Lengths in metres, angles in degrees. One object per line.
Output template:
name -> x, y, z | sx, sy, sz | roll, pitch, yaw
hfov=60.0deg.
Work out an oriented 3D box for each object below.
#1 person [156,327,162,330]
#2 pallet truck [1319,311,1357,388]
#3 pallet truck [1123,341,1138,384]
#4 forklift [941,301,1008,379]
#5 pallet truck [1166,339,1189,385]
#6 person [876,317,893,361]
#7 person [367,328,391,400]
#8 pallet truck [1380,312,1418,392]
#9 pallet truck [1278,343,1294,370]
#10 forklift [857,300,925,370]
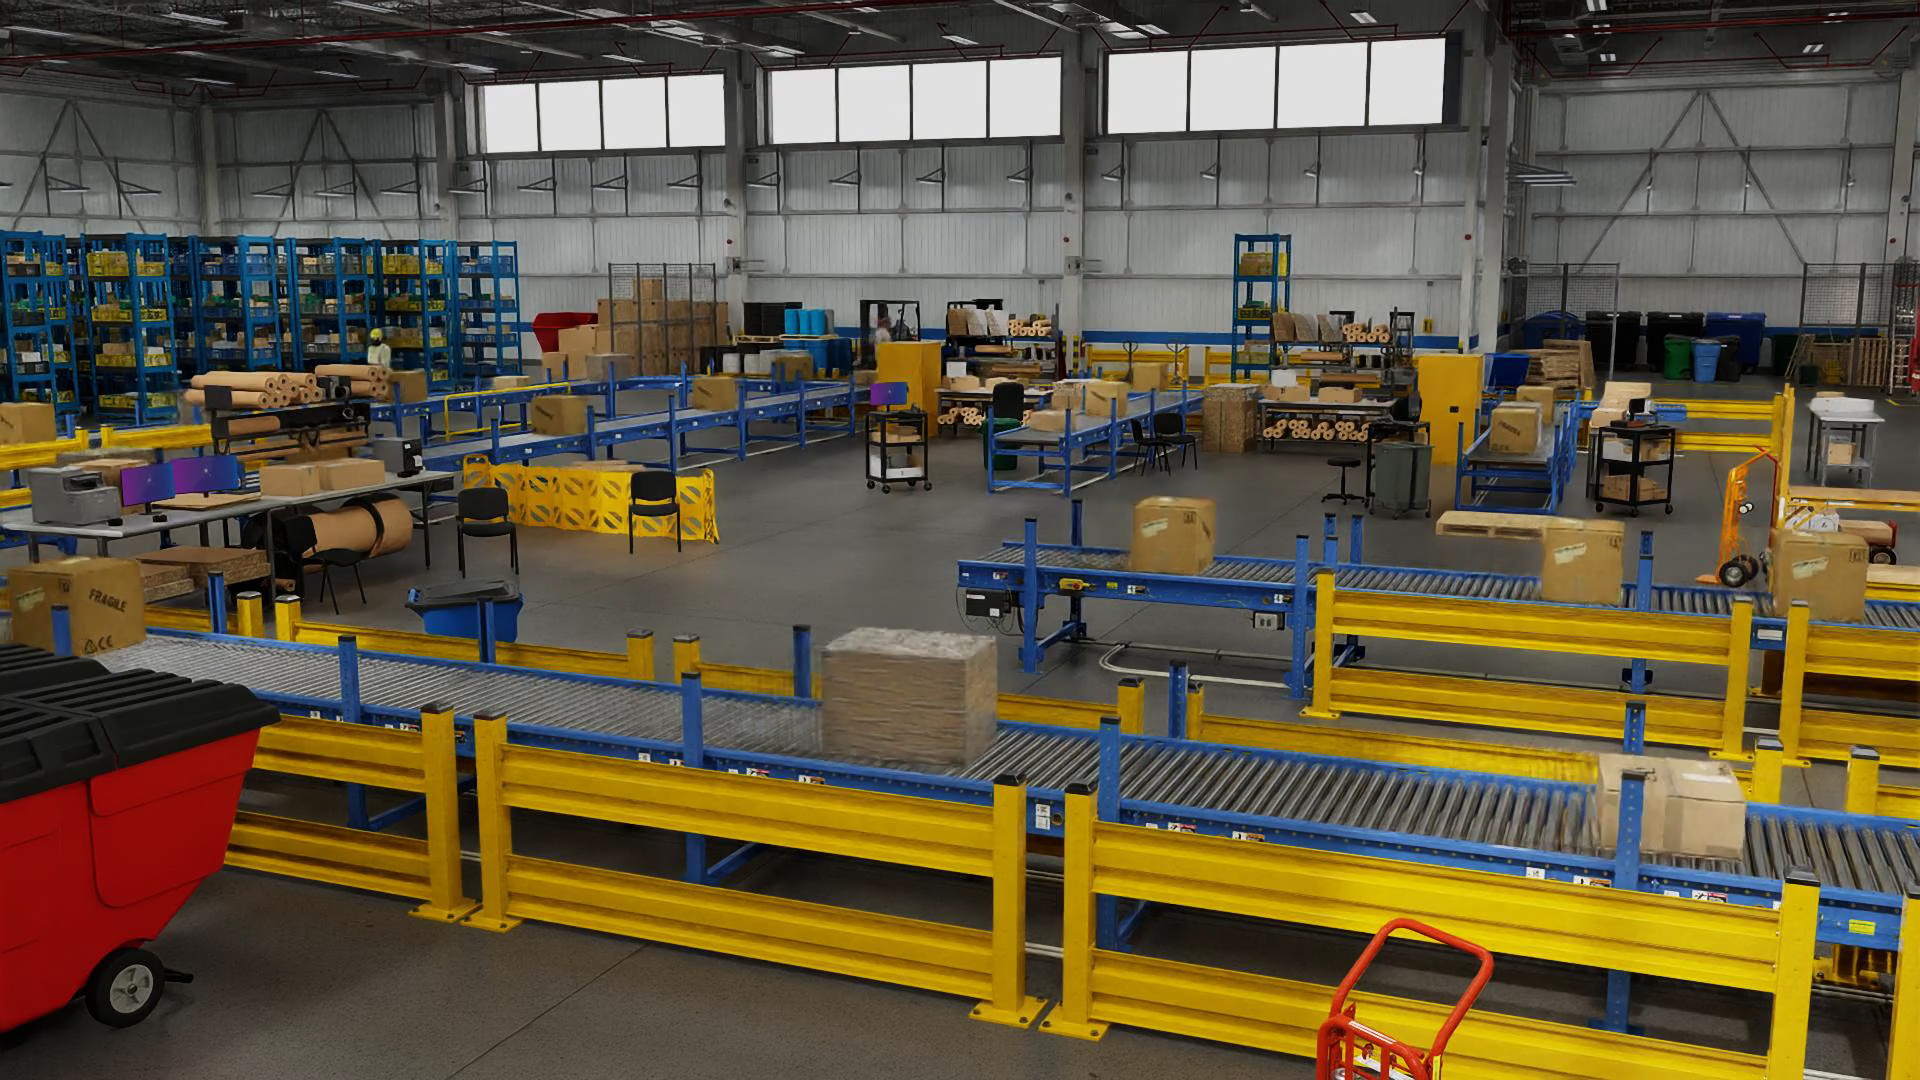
person -> -17.865, -3.993, 37.128 | 0.572, 1.831, 0.405 | -6, 11, -34
pallet truck -> 9.071, -4.419, 39.190 | 0.823, 1.965, 1.885 | 5, 10, 26
pallet truck -> 4.445, -4.380, 41.279 | 0.680, 1.201, 1.601 | 4, 10, 22
forklift -> 0.365, -4.966, 41.571 | 1.157, 1.987, 2.680 | 3, 10, 20
pallet truck -> 5.418, -4.269, 40.420 | 0.704, 1.261, 1.522 | 3, 10, 20
person -> -1.549, -4.032, 37.205 | 0.796, 1.878, 0.669 | -3, 10, -17
person -> -11.408, -3.259, 32.701 | 0.596, 1.817, 0.456 | 5, 11, 27
pallet truck -> 10.207, -4.283, 38.369 | 0.823, 1.965, 1.885 | 3, 10, 20
pallet truck -> 7.886, -4.163, 39.743 | 0.653, 1.274, 1.630 | 4, 10, 22
forklift -> -1.732, -5.109, 42.468 | 1.157, 1.987, 2.680 | 4, 10, 22
